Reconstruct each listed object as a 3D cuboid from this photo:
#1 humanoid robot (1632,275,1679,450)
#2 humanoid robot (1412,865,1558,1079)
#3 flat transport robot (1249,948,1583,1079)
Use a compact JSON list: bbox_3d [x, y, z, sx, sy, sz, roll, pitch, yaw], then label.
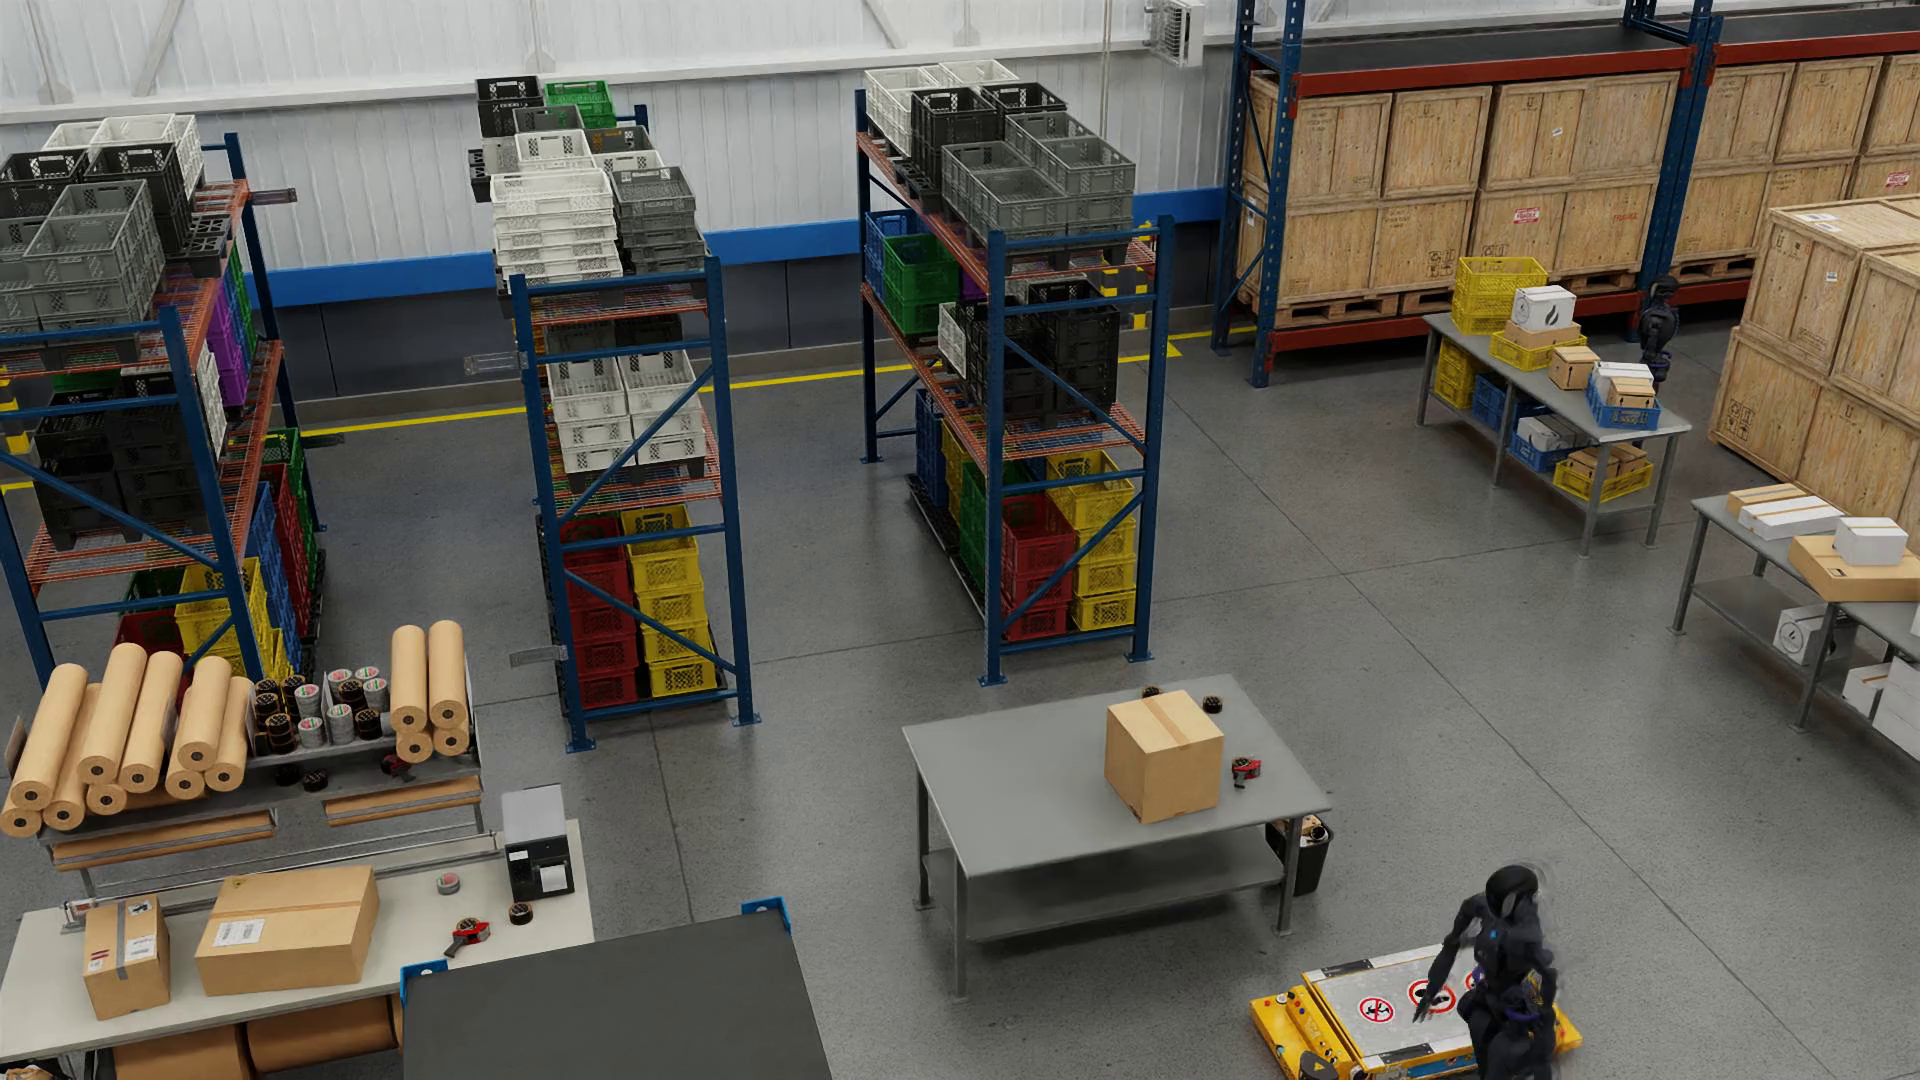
[{"bbox_3d":[5.363,-1.278,13.010,0.315,1.657,0.611,14,32,23],"label":"humanoid robot"},{"bbox_3d":[2.234,2.037,7.016,0.705,1.627,0.607,-11,31,-19],"label":"humanoid robot"},{"bbox_3d":[2.184,2.282,7.980,1.431,0.197,0.652,-8,30,-14],"label":"flat transport robot"}]
